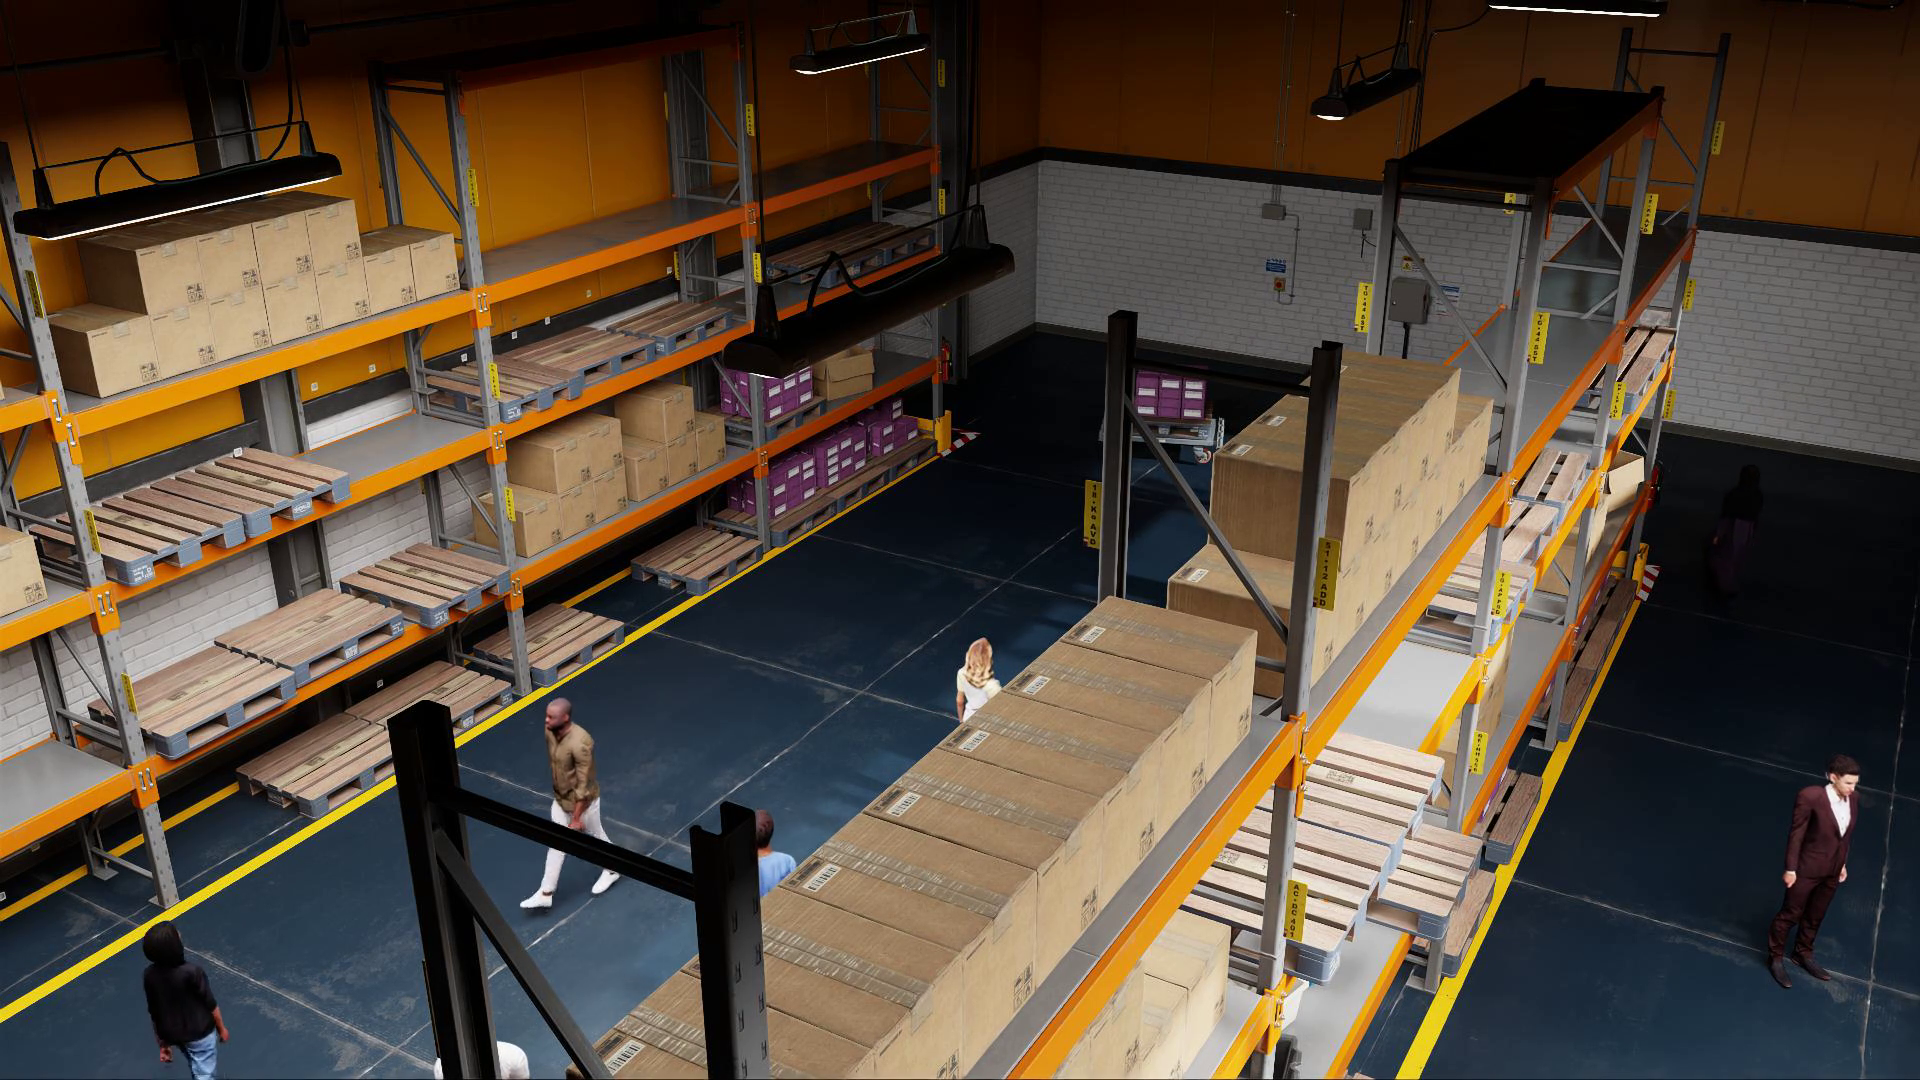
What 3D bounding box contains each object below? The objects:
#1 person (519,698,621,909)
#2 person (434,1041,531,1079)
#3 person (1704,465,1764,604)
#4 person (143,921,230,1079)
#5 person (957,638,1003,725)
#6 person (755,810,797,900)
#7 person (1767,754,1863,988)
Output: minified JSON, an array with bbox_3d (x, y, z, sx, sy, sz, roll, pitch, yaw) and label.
[{"bbox_3d":[-2.941,2.018,13.042,0.862,1.793,1.156,18,29,35],"label":"person"},{"bbox_3d":[-2.737,3.430,9.721,0.755,1.866,0.787,-4,24,-8],"label":"person"},{"bbox_3d":[8.392,-0.035,17.970,0.838,1.608,0.932,-2,24,-5],"label":"person"},{"bbox_3d":[-4.884,3.200,10.500,0.891,1.664,1.190,2,24,4],"label":"person"},{"bbox_3d":[0.175,1.614,14.054,0.664,1.723,0.598,19,30,36],"label":"person"},{"bbox_3d":[-1.337,2.729,11.347,0.804,1.849,0.861,-6,24,-12],"label":"person"},{"bbox_3d":[6.251,2.369,12.151,0.774,1.865,0.830,-6,24,-13],"label":"person"}]
